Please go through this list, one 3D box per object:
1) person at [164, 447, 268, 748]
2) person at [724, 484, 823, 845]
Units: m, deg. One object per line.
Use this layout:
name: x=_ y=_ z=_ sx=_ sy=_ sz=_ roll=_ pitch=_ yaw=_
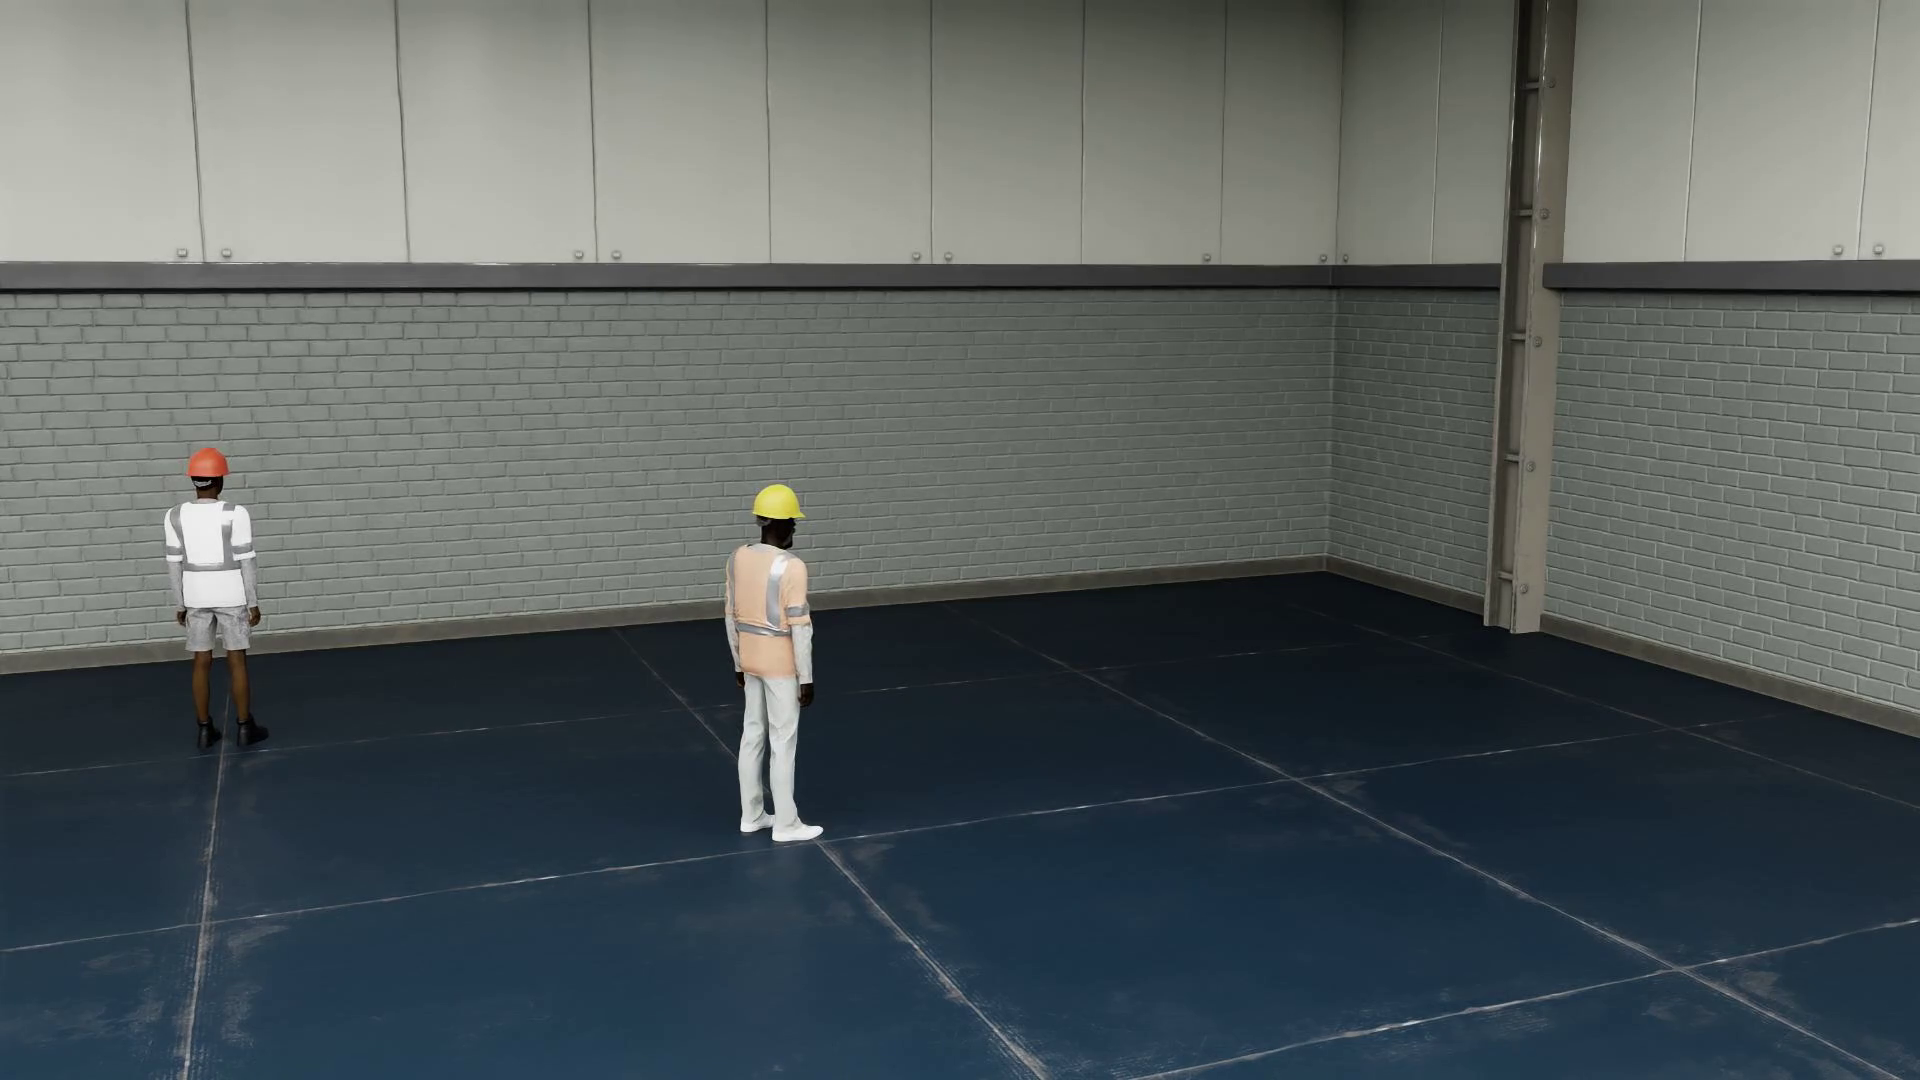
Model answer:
person: x=-4.777 y=0.374 z=10.688 sx=0.542 sy=1.939 sz=0.361 roll=-1 pitch=9 yaw=-4
person: x=-0.993 y=0.660 z=8.932 sx=0.594 sy=1.924 sz=0.382 roll=8 pitch=12 yaw=40
